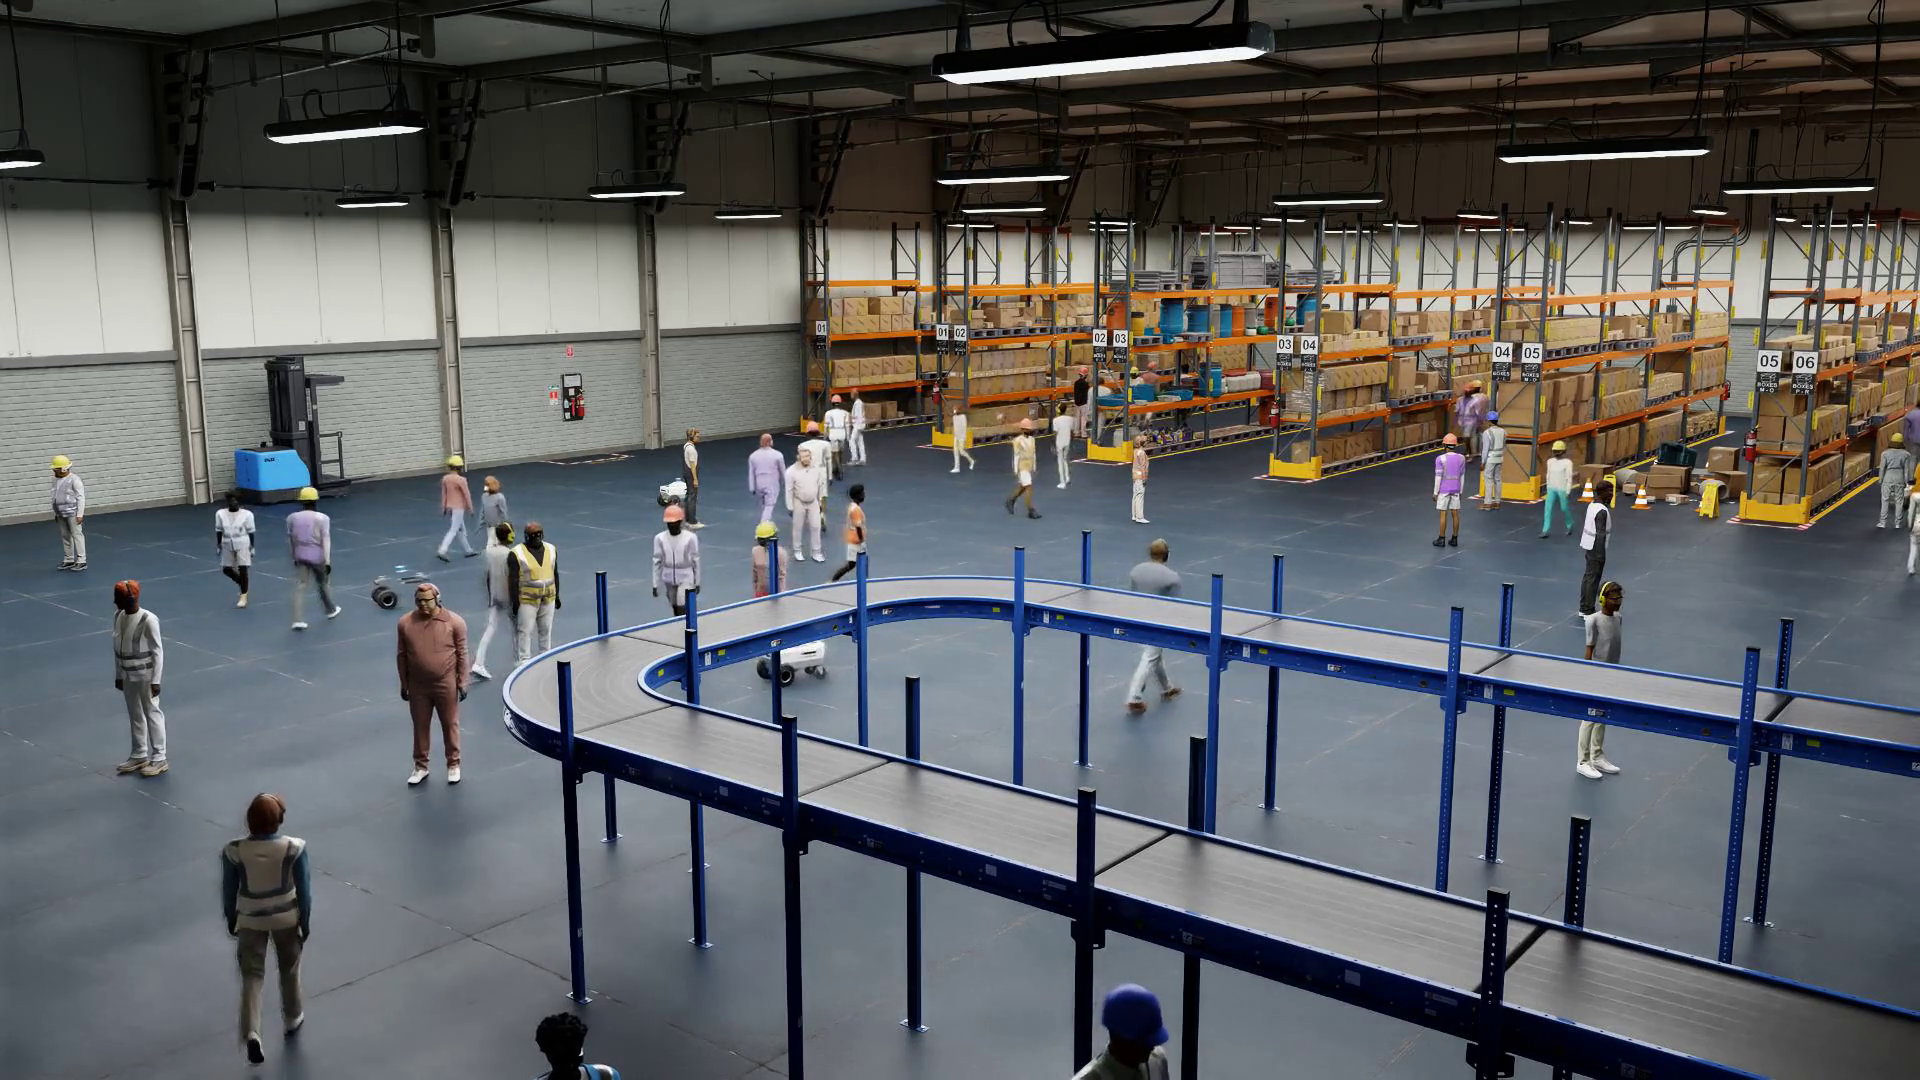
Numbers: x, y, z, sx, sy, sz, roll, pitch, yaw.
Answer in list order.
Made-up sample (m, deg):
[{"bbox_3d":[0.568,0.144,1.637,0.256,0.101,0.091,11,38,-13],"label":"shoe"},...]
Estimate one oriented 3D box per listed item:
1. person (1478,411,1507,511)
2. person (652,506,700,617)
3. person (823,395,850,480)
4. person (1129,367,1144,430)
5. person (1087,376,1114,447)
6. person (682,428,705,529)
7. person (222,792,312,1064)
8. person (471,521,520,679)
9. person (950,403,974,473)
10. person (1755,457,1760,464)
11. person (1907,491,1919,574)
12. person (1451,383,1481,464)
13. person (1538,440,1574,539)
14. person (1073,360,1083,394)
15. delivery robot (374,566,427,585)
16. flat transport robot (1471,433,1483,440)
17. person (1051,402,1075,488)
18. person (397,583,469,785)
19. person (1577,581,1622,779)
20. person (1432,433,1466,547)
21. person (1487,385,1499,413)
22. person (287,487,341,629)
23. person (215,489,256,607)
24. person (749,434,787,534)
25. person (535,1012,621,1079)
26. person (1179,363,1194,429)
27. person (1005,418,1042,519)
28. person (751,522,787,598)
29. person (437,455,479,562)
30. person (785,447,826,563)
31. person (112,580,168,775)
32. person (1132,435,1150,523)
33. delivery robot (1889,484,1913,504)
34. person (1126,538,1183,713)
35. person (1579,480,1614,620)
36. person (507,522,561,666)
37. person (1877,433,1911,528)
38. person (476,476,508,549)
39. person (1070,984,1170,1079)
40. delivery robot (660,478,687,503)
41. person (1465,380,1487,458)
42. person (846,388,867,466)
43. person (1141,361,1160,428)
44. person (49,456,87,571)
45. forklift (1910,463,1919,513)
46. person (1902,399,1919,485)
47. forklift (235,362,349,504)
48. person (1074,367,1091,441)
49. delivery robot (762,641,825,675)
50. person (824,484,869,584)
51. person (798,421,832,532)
[{"bbox_3d":[10.459,-1.562,30.771,0.607,1.947,0.406,-6,12,-30],"label":"person"},{"bbox_3d":[-3.518,0.482,19.466,0.562,1.890,1.000,1,10,6],"label":"person"},{"bbox_3d":[-2.755,-2.307,35.173,0.547,1.891,1.008,-5,11,-28],"label":"person"},{"bbox_3d":[5.077,-4.129,45.546,0.592,1.832,0.404,9,13,41],"label":"person"},{"bbox_3d":[3.707,-3.345,40.942,0.641,1.900,0.934,5,11,28],"label":"person"},{"bbox_3d":[-4.902,-1.131,28.655,0.346,1.841,0.506,-4,11,-23],"label":"person"},{"bbox_3d":[-4.259,2.364,9.618,0.519,1.619,0.721,-3,10,-15],"label":"person"},{"bbox_3d":[-5.433,0.696,18.433,0.521,1.823,0.999,4,11,23],"label":"person"},{"bbox_3d":[0.034,-2.375,36.272,0.503,1.613,0.522,-7,12,-34],"label":"person"},{"bbox_3d":[18.438,-2.383,35.751,0.586,1.823,0.403,6,12,32],"label":"person"},{"bbox_3d":[14.893,-0.207,24.114,0.532,1.601,0.807,5,11,27],"label":"person"},{"bbox_3d":[12.211,-2.798,37.625,1.054,1.998,0.612,-8,13,-39],"label":"person"},{"bbox_3d":[10.640,-0.915,27.740,0.852,1.731,0.530,-8,13,-37],"label":"person"},{"bbox_3d":[3.864,-4.740,49.070,0.713,1.804,0.441,-1,10,-4],"label":"person"},{"bbox_3d":[-7.974,0.488,22.279,0.699,0.223,0.335,-6,12,-30],"label":"delivery robot"},{"bbox_3d":[14.697,-2.806,42.613,1.431,0.197,0.652,-4,11,-24],"label":"flat transport robot"},{"bbox_3d":[2.206,-2.046,33.744,0.552,1.861,0.445,-5,11,-24],"label":"person"},{"bbox_3d":[-4.916,1.334,14.589,0.642,1.909,0.399,-1,10,-4],"label":"person"},{"bbox_3d":[6.108,1.308,14.840,0.508,1.872,0.329,-7,12,-35],"label":"person"},{"bbox_3d":[8.371,-0.858,26.838,0.543,1.939,0.360,-2,10,-11],"label":"person"},{"bbox_3d":[13.845,-3.168,40.266,0.633,1.800,0.964,8,13,37],"label":"person"},{"bbox_3d":[-8.699,0.220,20.968,0.604,1.870,1.036,0,10,2],"label":"person"},{"bbox_3d":[-10.240,0.094,22.179,0.543,1.682,0.470,-1,10,-5],"label":"person"},{"bbox_3d":[-3.387,-0.940,27.561,0.646,1.859,1.023,4,11,20],"label":"person"},{"bbox_3d":[-1.685,2.832,6.747,0.541,1.695,0.316,-7,12,-36],"label":"person"},{"bbox_3d":[6.534,-4.183,45.535,0.614,1.945,0.813,6,12,29],"label":"person"},{"bbox_3d":[1.203,-1.396,29.978,0.895,1.913,0.548,9,13,40],"label":"person"},{"bbox_3d":[-2.304,0.632,19.012,0.526,1.747,0.461,5,11,25],"label":"person"},{"bbox_3d":[-8.260,-0.524,25.557,0.529,1.726,0.906,7,12,33],"label":"person"},{"bbox_3d":[-2.483,-0.558,25.331,0.672,1.870,0.853,-5,11,-27],"label":"person"},{"bbox_3d":[-7.815,1.295,14.869,0.573,1.885,0.357,5,11,26],"label":"person"},{"bbox_3d":[3.377,-1.146,29.287,0.308,1.645,0.515,-2,10,-9],"label":"person"},{"bbox_3d":[18.731,-0.958,31.148,0.707,0.478,0.477,-8,13,-40],"label":"delivery robot"},{"bbox_3d":[2.145,0.914,17.038,0.647,1.882,1.042,10,14,44],"label":"person"},{"bbox_3d":[8.658,0.136,21.311,0.369,1.913,0.597,2,10,9],"label":"person"},{"bbox_3d":[-4.970,0.697,18.359,0.631,1.842,0.428,-9,13,-41],"label":"person"},{"bbox_3d":[17.107,-1.089,28.685,0.488,1.743,0.319,4,11,20],"label":"person"},{"bbox_3d":[-7.172,-0.175,23.886,0.514,1.612,0.527,8,13,39],"label":"person"},{"bbox_3d":[0.672,2.752,6.497,0.409,1.943,0.614,9,14,43],"label":"person"},{"bbox_3d":[-5.639,-0.994,31.352,0.707,0.478,0.477,-9,13,-41],"label":"delivery robot"},{"bbox_3d":[12.885,-3.029,39.087,0.586,1.928,0.369,-8,13,-37],"label":"person"},{"bbox_3d":[-2.531,-2.708,37.450,0.653,1.864,0.598,-1,10,-4],"label":"person"},{"bbox_3d":[5.544,-4.236,45.776,0.622,1.968,0.772,6,12,30],"label":"person"},{"bbox_3d":[-14.109,-0.427,24.726,0.601,1.825,0.403,4,11,23],"label":"person"},{"bbox_3d":[19.034,-1.348,28.998,2.313,2.155,1.214,8,13,37],"label":"forklift"},{"bbox_3d":[21.008,-2.168,34.260,0.665,1.918,0.539,7,13,36],"label":"person"},{"bbox_3d":[-13.803,-2.244,32.110,1.129,2.768,1.873,8,13,37],"label":"forklift"},{"bbox_3d":[3.355,-3.726,42.821,0.376,1.995,0.609,-6,12,-32],"label":"person"},{"bbox_3d":[-1.943,1.330,18.275,0.707,0.478,0.477,-6,12,-32],"label":"delivery robot"},{"bbox_3d":[-1.584,0.005,22.732,0.780,1.670,0.535,-1,10,-5],"label":"person"},{"bbox_3d":[-2.603,-1.134,28.179,0.622,2.020,0.788,-1,10,-8],"label":"person"}]
